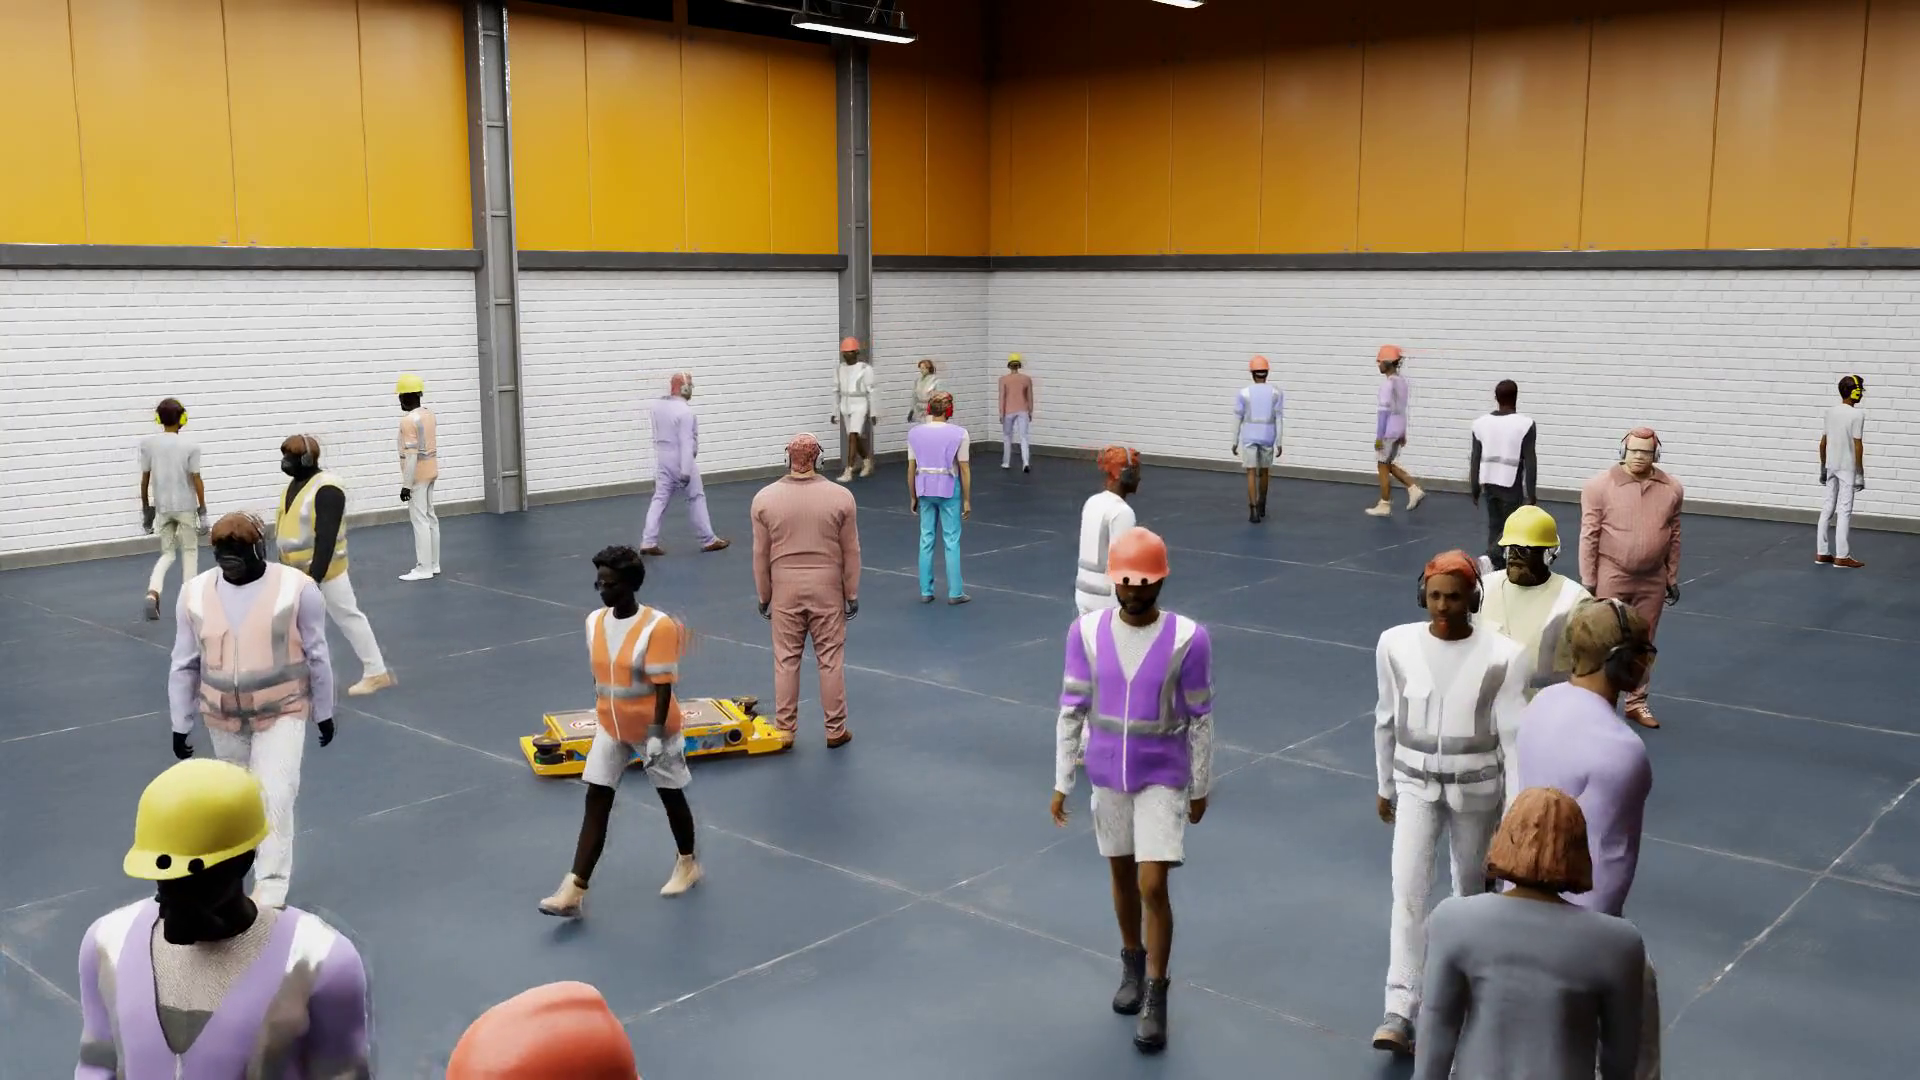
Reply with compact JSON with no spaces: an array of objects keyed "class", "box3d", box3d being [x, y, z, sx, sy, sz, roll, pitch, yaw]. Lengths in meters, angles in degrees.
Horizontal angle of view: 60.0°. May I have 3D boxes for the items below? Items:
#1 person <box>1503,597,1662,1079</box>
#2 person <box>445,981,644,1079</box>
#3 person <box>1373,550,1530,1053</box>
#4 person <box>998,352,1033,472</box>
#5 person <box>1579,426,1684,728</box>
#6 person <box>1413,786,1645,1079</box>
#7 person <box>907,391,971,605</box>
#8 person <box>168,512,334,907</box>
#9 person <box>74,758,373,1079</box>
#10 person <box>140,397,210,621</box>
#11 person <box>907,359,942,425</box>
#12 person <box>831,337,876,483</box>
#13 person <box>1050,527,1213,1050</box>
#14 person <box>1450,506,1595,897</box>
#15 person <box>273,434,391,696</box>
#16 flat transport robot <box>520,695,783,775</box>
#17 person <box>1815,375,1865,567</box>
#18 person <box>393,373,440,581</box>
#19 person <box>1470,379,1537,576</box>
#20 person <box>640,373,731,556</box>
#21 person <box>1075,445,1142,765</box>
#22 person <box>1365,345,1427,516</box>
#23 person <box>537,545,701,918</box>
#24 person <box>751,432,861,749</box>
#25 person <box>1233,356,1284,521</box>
[{"class":"person","box3d":[1.911,1.110,4.902,0.954,1.900,0.648,-1,9,-6]},{"class":"person","box3d":[-0.551,1.524,2.364,0.957,1.891,0.568,-9,13,-44]},{"class":"person","box3d":[1.802,0.951,6.159,0.598,1.820,1.031,4,10,26]},{"class":"person","box3d":[0.821,-1.851,24.081,0.538,1.723,0.909,-2,9,-11]},{"class":"person","box3d":[4.196,0.239,10.389,0.643,1.905,0.399,0,9,-2]},{"class":"person","box3d":[1.417,1.384,4.138,0.499,1.597,0.828,5,10,29]},{"class":"person","box3d":[-0.182,-0.357,14.304,0.564,1.847,0.397,3,10,21]},{"class":"person","box3d":[-3.102,0.793,7.204,0.653,1.808,0.843,0,9,-2]},{"class":"person","box3d":[-1.485,1.342,3.469,0.608,1.906,0.755,1,9,9]},{"class":"person","box3d":[-6.371,-0.224,13.455,0.529,1.853,0.570,0,9,1]},{"class":"person","box3d":[-0.528,-1.789,24.006,0.641,1.617,0.528,-9,13,-43]},{"class":"person","box3d":[-1.450,-1.816,23.035,0.627,2.000,1.044,5,10,30]},{"class":"person","box3d":[0.624,0.901,6.187,0.560,1.908,0.747,4,10,22]},{"class":"person","box3d":[2.479,0.756,7.362,0.589,1.834,0.403,9,12,43]},{"class":"person","box3d":[-4.267,0.199,11.006,0.615,1.802,0.976,7,12,39]},{"class":"flat transport robot","box3d":[-1.828,1.141,9.834,1.431,0.197,0.652,-4,10,-22]},{"class":"person","box3d":[8.604,-0.672,16.209,0.334,1.873,0.521,-2,9,-14]},{"class":"person","box3d":[-5.059,-0.588,15.496,0.360,1.930,0.587,0,9,2]},{"class":"person","box3d":[4.882,-0.499,15.021,0.717,1.903,0.601,-9,12,-43]},{"class":"person","box3d":[-2.844,-0.767,16.860,0.984,1.858,0.649,-9,13,-44]},{"class":"person","box3d":[0.934,0.379,9.628,0.658,1.859,0.572,-4,10,-23]},{"class":"person","box3d":[5.086,-1.269,19.467,0.596,2.025,0.620,6,11,33]},{"class":"person","box3d":[-1.476,0.850,7.336,0.552,1.649,0.874,5,10,28]},{"class":"person","box3d":[-0.911,0.307,9.950,0.643,1.909,0.410,0,9,-1]},{"class":"person","box3d":[3.452,-1.175,19.264,0.561,1.908,0.816,1,9,4]}]
